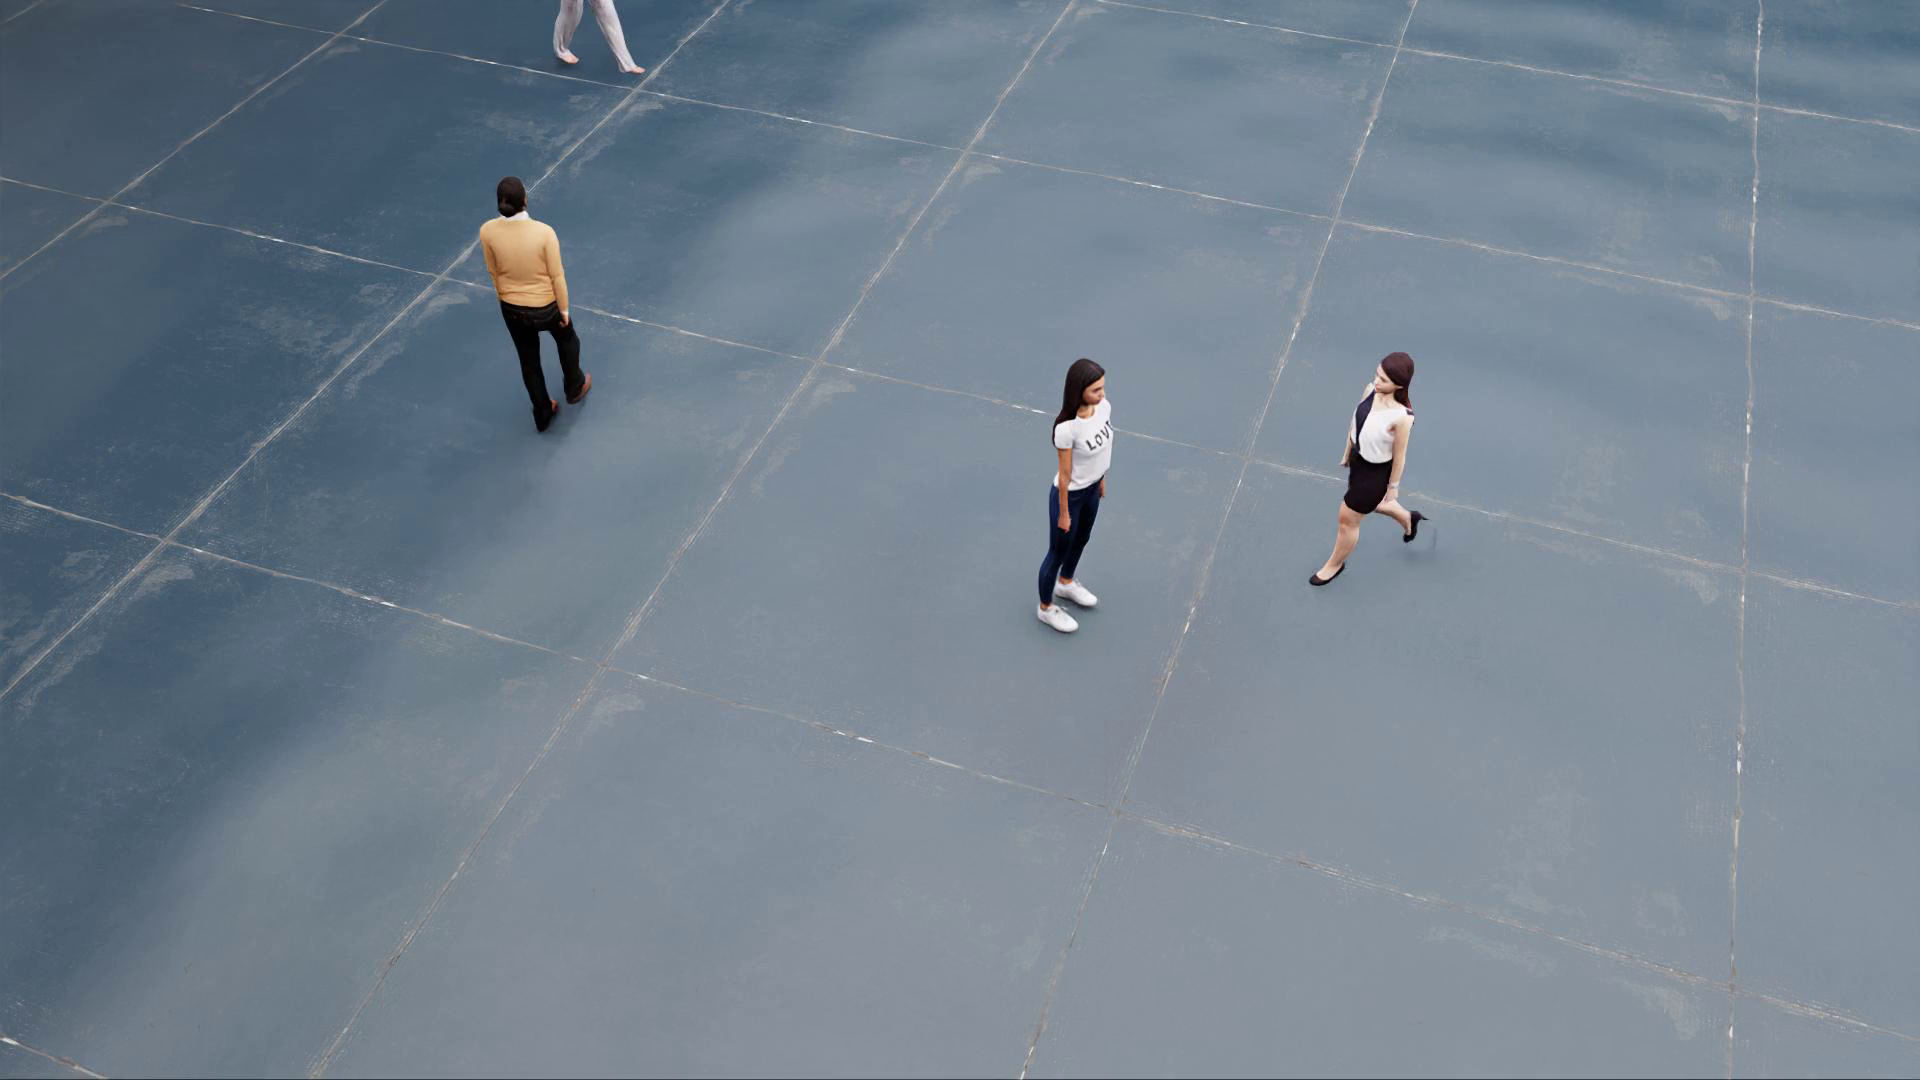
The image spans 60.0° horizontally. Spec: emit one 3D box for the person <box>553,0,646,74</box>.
[{"bbox_3d":[-3.241,-4.714,13.859,1.125,1.722,0.654,16,46,17],"label":"person"}]

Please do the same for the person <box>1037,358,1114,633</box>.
[{"bbox_3d":[0.616,-0.244,9.033,0.628,1.773,0.644,28,50,27],"label":"person"}]

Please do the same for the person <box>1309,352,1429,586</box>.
[{"bbox_3d":[2.375,-0.397,9.305,1.038,1.626,0.960,-15,45,-15],"label":"person"}]

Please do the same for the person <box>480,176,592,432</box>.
[{"bbox_3d":[-2.672,-1.403,10.302,0.832,1.735,0.858,0,43,0],"label":"person"}]
